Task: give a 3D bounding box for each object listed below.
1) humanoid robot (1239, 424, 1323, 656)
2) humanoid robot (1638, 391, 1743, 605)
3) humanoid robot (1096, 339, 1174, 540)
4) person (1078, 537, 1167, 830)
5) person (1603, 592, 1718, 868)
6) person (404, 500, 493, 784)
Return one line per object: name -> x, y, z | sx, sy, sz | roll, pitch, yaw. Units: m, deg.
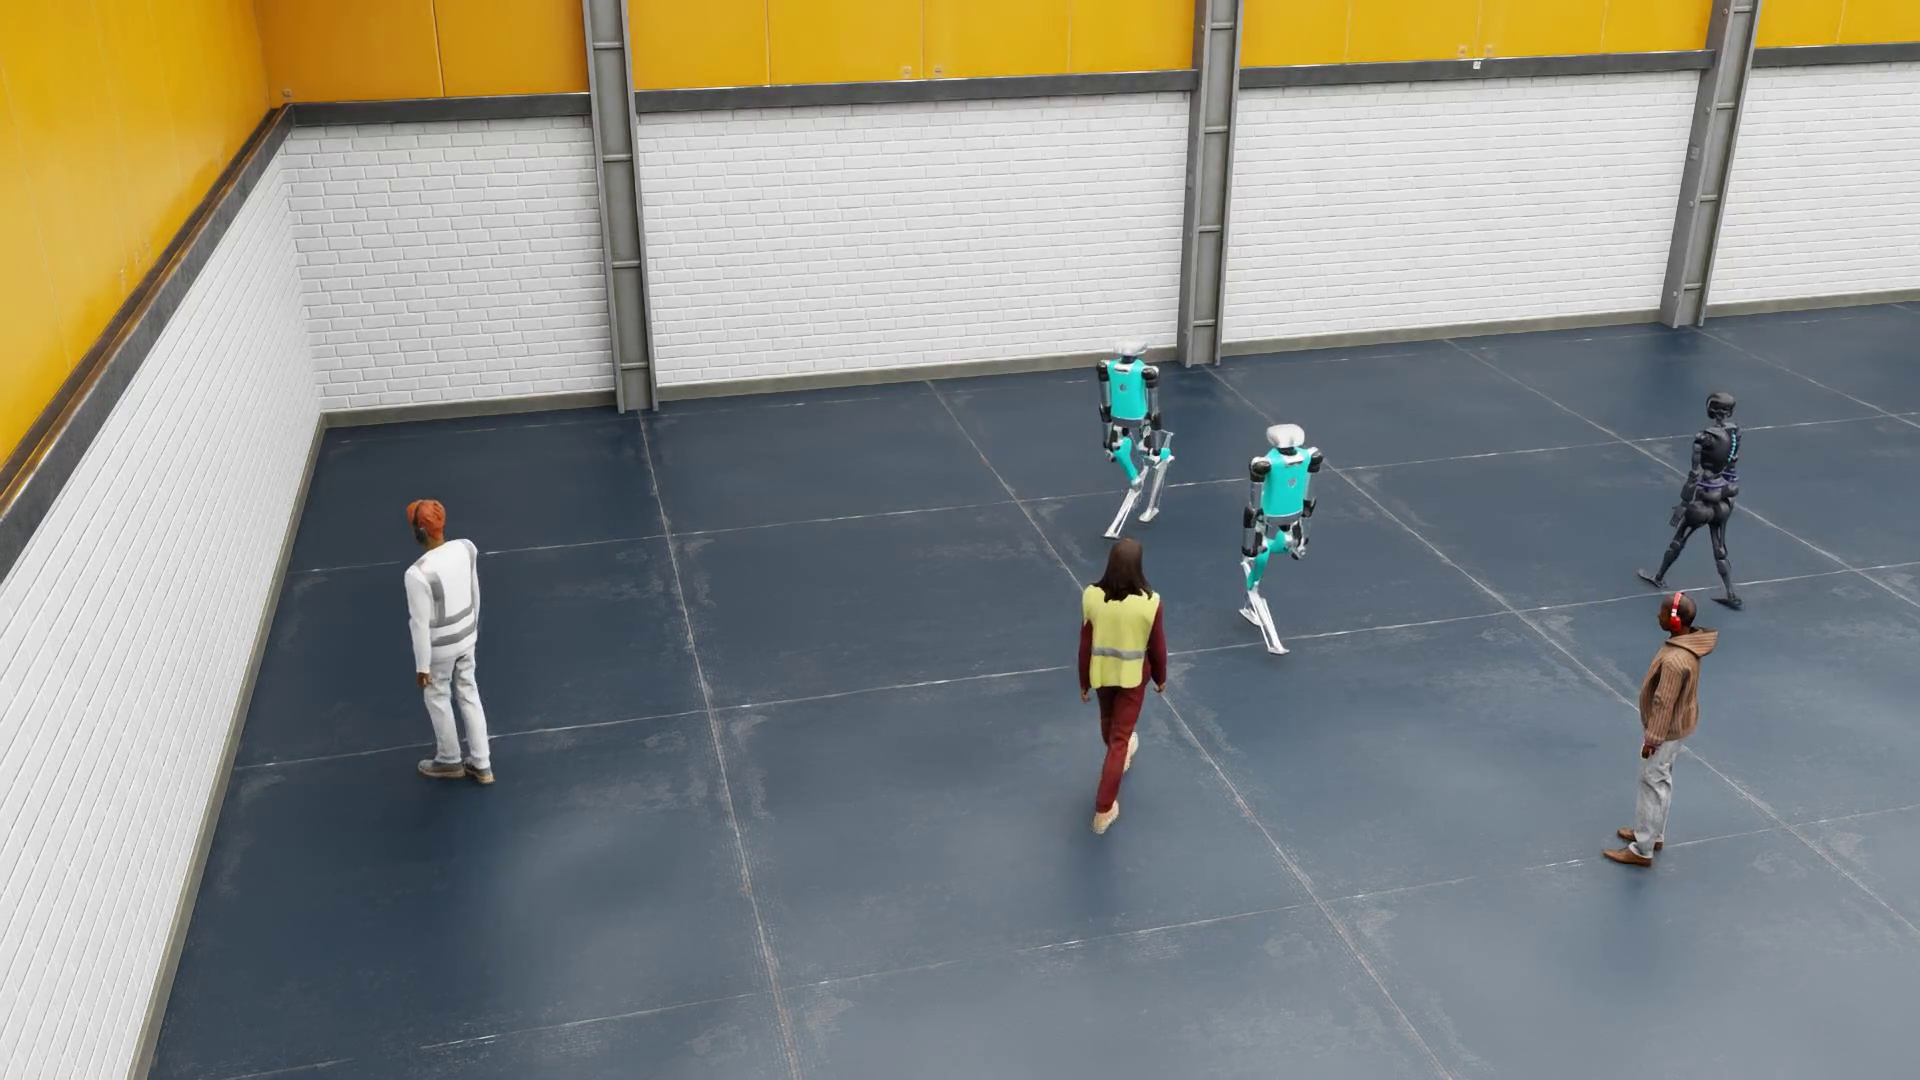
humanoid robot -> 2.128, -0.050, 11.662 | 0.551, 1.731, 1.016 | -9, 25, -19
humanoid robot -> 5.586, -0.328, 12.414 | 0.611, 1.622, 0.788 | -15, 28, -30
humanoid robot -> 1.449, -0.828, 13.437 | 0.563, 1.736, 1.051 | 15, 28, 30
person -> 0.977, 0.772, 9.803 | 0.486, 1.713, 0.944 | 10, 26, 21
person -> 3.918, 1.053, 9.261 | 0.338, 1.640, 0.479 | 14, 27, 29
person -> -3.104, 0.612, 9.978 | 0.525, 1.875, 0.606 | 11, 26, 23
